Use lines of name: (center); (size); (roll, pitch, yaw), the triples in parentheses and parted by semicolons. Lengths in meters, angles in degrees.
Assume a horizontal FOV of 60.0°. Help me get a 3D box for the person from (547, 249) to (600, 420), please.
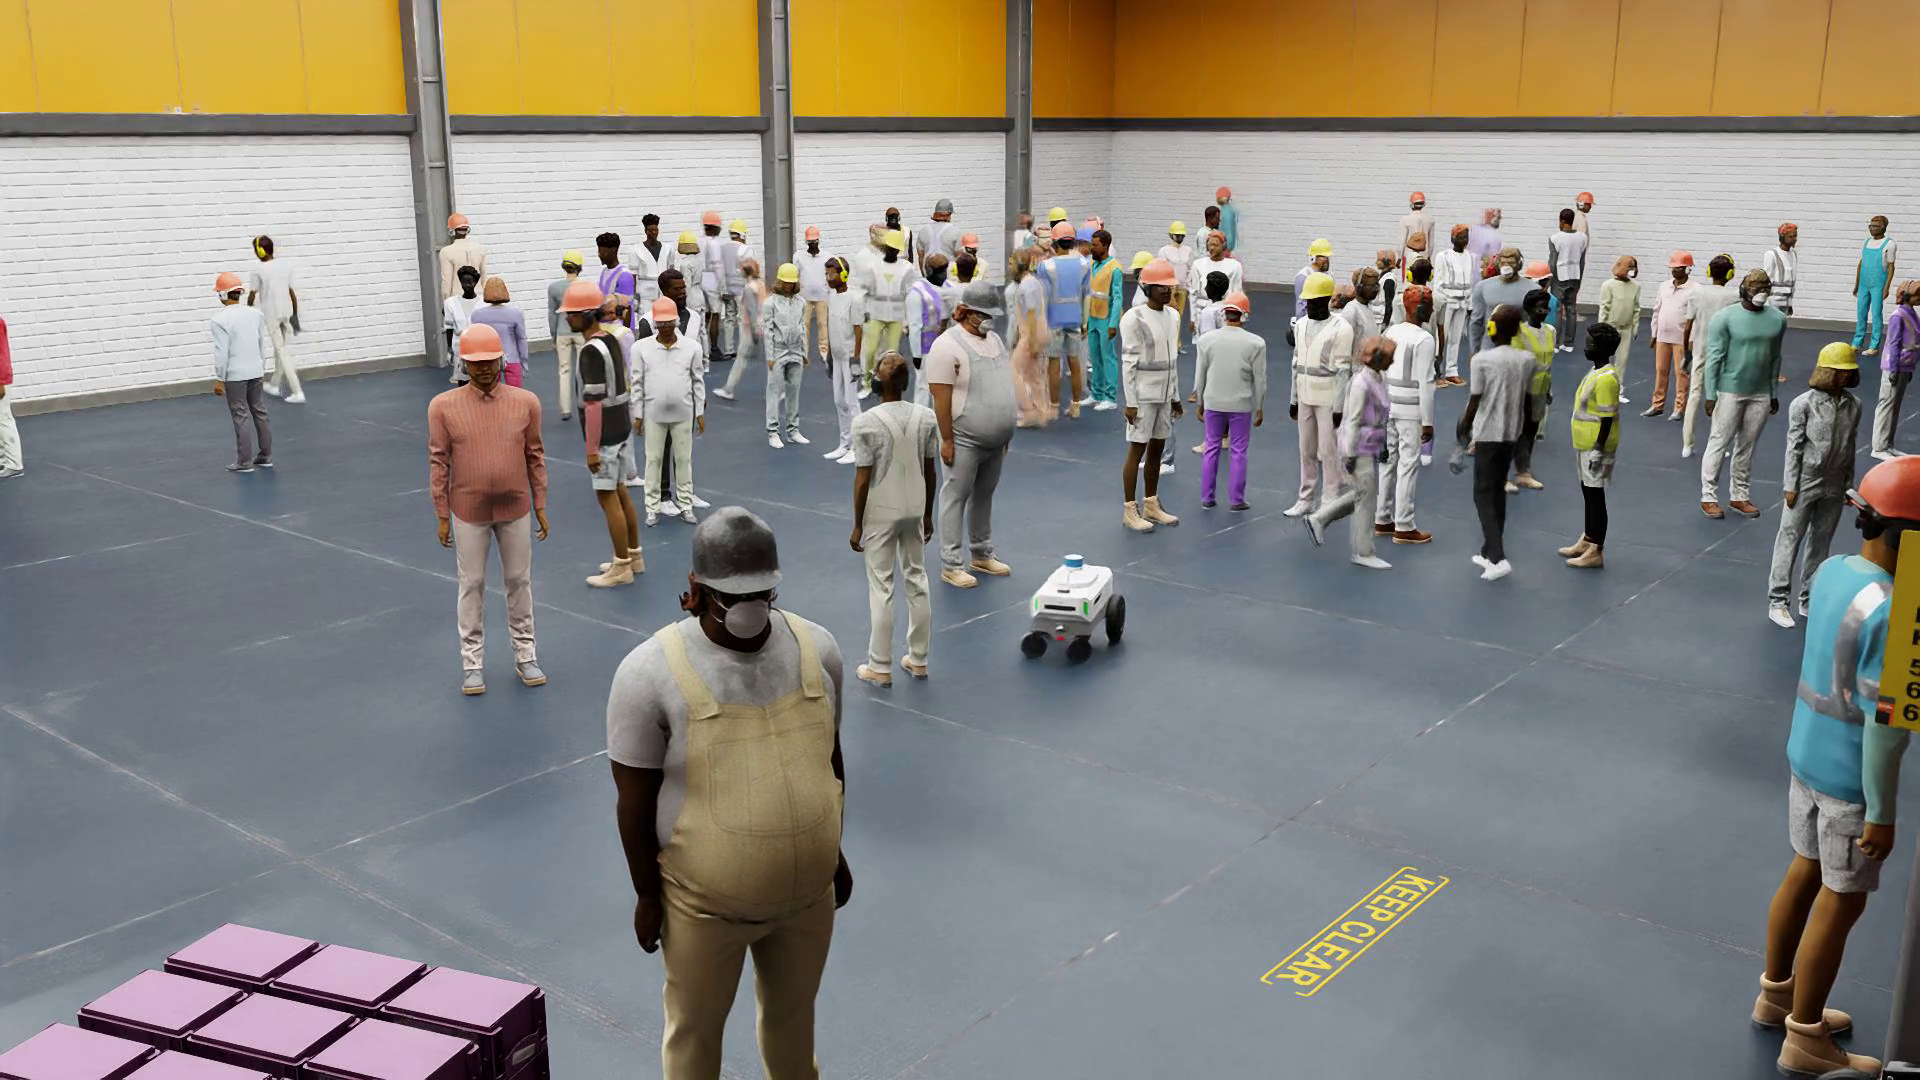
person: (-3.976, -2.117, 17.193); (0.533, 1.766, 0.326); (1, 14, 4)

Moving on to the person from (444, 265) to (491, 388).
person: (-4.730, -1.820, 16.162); (0.534, 1.695, 0.320); (0, 14, -1)

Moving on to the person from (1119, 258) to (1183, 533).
person: (1.463, -1.088, 12.514); (0.605, 2.045, 0.377); (-14, 19, -43)

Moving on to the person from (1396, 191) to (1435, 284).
person: (7.103, -4.435, 25.990); (0.612, 1.995, 0.376); (-4, 15, -14)

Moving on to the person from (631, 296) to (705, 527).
person: (-2.211, -0.975, 12.648); (0.564, 1.752, 0.338); (-4, 14, -14)

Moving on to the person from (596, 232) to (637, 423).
person: (-3.504, -2.156, 16.960); (0.375, 1.959, 0.603); (-9, 17, -32)

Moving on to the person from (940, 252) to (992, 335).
person: (0.052, -1.747, 15.539); (0.520, 1.859, 0.364); (-2, 14, -8)

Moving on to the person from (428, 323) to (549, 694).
person: (-2.518, -0.169, 8.941); (0.618, 1.994, 0.380); (-7, 16, -25)

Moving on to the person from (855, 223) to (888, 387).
person: (-0.945, -2.726, 19.342); (0.403, 1.904, 0.651); (7, 16, 26)

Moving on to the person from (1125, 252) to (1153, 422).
person: (1.855, -2.027, 16.836); (0.338, 1.764, 0.528); (-2, 14, -8)

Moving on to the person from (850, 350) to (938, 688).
person: (-0.365, -0.113, 9.022); (0.507, 1.847, 0.345); (-8, 16, -30)

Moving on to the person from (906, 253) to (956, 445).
person: (-0.238, -1.818, 15.878); (0.430, 1.833, 0.632); (13, 19, 41)

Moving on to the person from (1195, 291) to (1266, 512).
person: (2.139, -1.089, 13.137); (0.573, 1.741, 0.355); (6, 15, 24)

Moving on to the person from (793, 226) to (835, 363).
person: (-1.872, -3.132, 21.271); (0.559, 1.751, 0.326); (-1, 14, -6)

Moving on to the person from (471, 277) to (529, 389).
person: (-4.274, -1.631, 15.511); (0.499, 1.636, 0.286); (-2, 14, -9)

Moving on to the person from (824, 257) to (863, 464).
person: (-1.062, -1.623, 15.044); (0.347, 1.855, 0.531); (-10, 17, -34)

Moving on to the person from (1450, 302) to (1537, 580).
person: (3.614, -0.655, 11.227); (0.570, 1.892, 0.517); (-5, 15, -18)

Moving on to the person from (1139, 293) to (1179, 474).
person: (1.753, -1.392, 14.560); (0.278, 1.634, 0.498); (-2, 14, -10)

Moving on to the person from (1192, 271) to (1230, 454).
person: (2.361, -1.641, 15.429); (0.315, 1.695, 0.541); (10, 17, 34)

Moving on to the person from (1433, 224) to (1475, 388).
person: (5.749, -2.723, 19.375); (0.572, 1.883, 0.355); (-7, 16, -26)

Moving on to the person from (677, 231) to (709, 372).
person: (-3.294, -2.899, 20.359); (0.324, 1.742, 0.492); (4, 15, 16)

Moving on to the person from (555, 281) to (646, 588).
person: (-2.388, -0.692, 10.991); (0.469, 2.028, 0.616); (0, 14, 1)

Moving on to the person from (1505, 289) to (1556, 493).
person: (4.722, -1.238, 13.816); (0.540, 1.695, 0.317); (-8, 16, -28)

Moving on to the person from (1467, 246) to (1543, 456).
person: (4.978, -1.713, 15.228); (0.629, 1.939, 0.372); (6, 15, 24)

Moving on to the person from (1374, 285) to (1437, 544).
person: (3.265, -0.918, 12.161); (0.337, 1.882, 0.583); (-5, 15, -19)

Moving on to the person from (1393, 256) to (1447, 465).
person: (4.077, -1.593, 14.879); (0.517, 1.877, 0.328); (0, 14, -2)

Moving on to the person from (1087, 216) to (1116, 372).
person: (1.650, -3.037, 20.580); (0.407, 1.910, 0.639); (-6, 15, -22)

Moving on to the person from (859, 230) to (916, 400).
person: (-0.794, -2.446, 18.250); (0.638, 1.896, 0.510); (-1, 14, -3)

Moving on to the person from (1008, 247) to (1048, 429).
person: (0.655, -2.000, 16.605); (0.518, 1.819, 0.509); (2, 14, 9)

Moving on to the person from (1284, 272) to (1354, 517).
person: (2.742, -1.090, 12.780); (0.397, 1.920, 0.586); (-8, 16, -30)

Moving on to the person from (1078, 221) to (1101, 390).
person: (1.469, -2.665, 19.033); (0.358, 1.937, 0.548); (0, 14, 2)

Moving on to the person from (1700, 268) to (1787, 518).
person: (6.068, -1.131, 12.900); (0.638, 1.938, 0.356); (-2, 14, -10)

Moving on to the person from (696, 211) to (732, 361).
person: (-3.199, -3.258, 21.462); (0.414, 1.926, 0.585); (-11, 18, -36)

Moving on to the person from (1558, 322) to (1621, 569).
person: (4.369, -0.652, 11.475); (0.315, 1.695, 0.541); (3, 14, 11)

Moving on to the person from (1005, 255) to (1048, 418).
person: (0.702, -2.089, 17.162); (0.412, 1.731, 0.514); (13, 19, 43)

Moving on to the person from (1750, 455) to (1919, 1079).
person: (2.856, 0.728, 5.285); (0.405, 2.034, 0.608); (2, 14, 8)

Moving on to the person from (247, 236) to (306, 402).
person: (-7.591, -2.441, 18.395); (0.939, 1.813, 0.494); (8, 16, 28)

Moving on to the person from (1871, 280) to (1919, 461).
person: (8.552, -1.544, 15.157); (0.307, 1.641, 0.511); (12, 19, 40)

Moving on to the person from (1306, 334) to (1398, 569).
person: (2.728, -0.627, 11.519); (0.598, 1.619, 0.531); (7, 16, 27)
